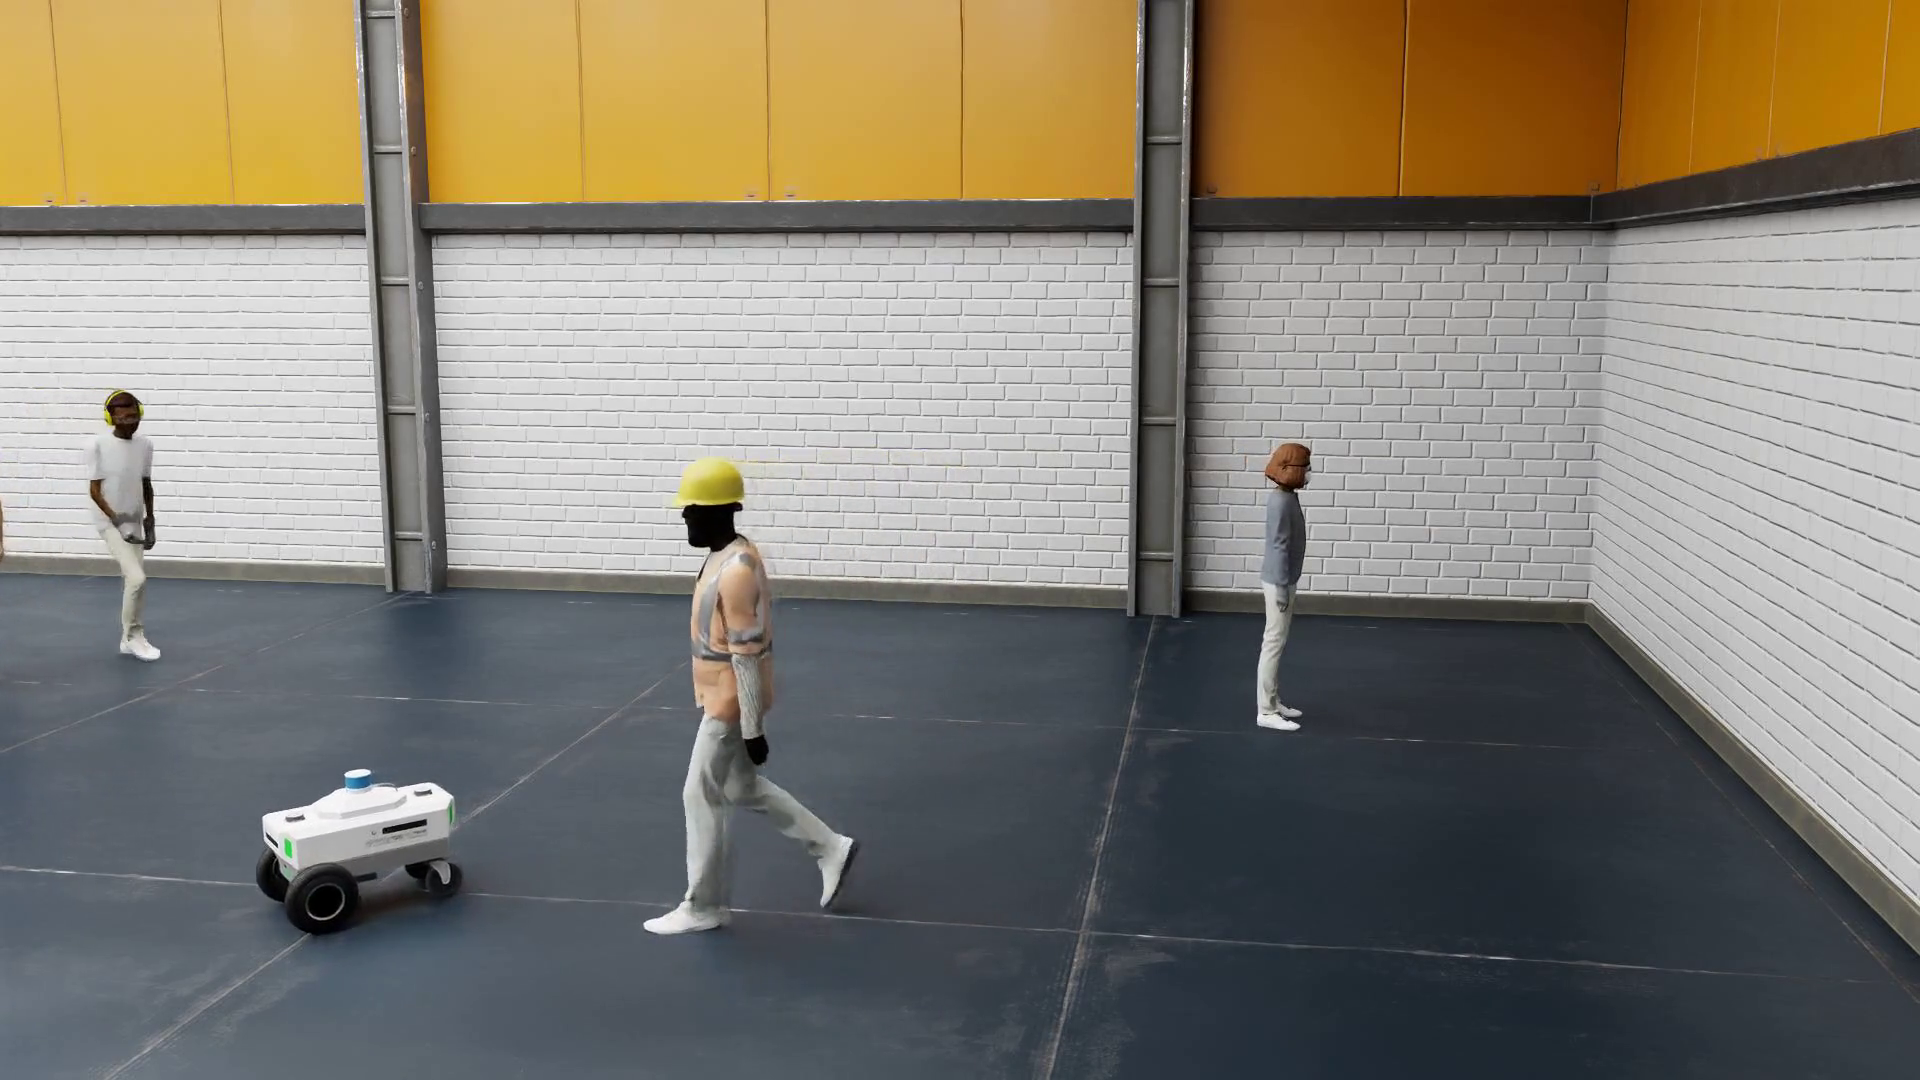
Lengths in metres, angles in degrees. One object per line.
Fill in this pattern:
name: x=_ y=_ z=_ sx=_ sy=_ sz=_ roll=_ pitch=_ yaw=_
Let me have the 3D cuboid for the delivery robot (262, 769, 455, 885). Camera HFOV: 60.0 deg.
delivery robot: x=-2.447 y=1.184 z=6.808 sx=0.707 sy=0.478 sz=0.477 roll=-6 pitch=12 yaw=-37

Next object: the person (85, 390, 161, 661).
person: x=-5.542 y=-0.085 z=11.045 sx=0.600 sy=1.823 sz=0.515 roll=4 pitch=10 yaw=23

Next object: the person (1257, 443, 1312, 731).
person: x=1.855 y=0.256 z=9.522 sx=0.266 sy=1.631 sz=0.507 roll=2 pitch=10 yaw=15

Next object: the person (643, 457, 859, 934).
person: x=-0.829 y=0.609 z=6.541 sx=0.788 sy=1.902 sz=0.590 roll=-1 pitch=9 yaw=-7

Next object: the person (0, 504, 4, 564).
person: x=-6.496 y=-0.015 z=10.702 sx=0.959 sy=1.793 sz=0.577 roll=9 pitch=13 yaw=43
